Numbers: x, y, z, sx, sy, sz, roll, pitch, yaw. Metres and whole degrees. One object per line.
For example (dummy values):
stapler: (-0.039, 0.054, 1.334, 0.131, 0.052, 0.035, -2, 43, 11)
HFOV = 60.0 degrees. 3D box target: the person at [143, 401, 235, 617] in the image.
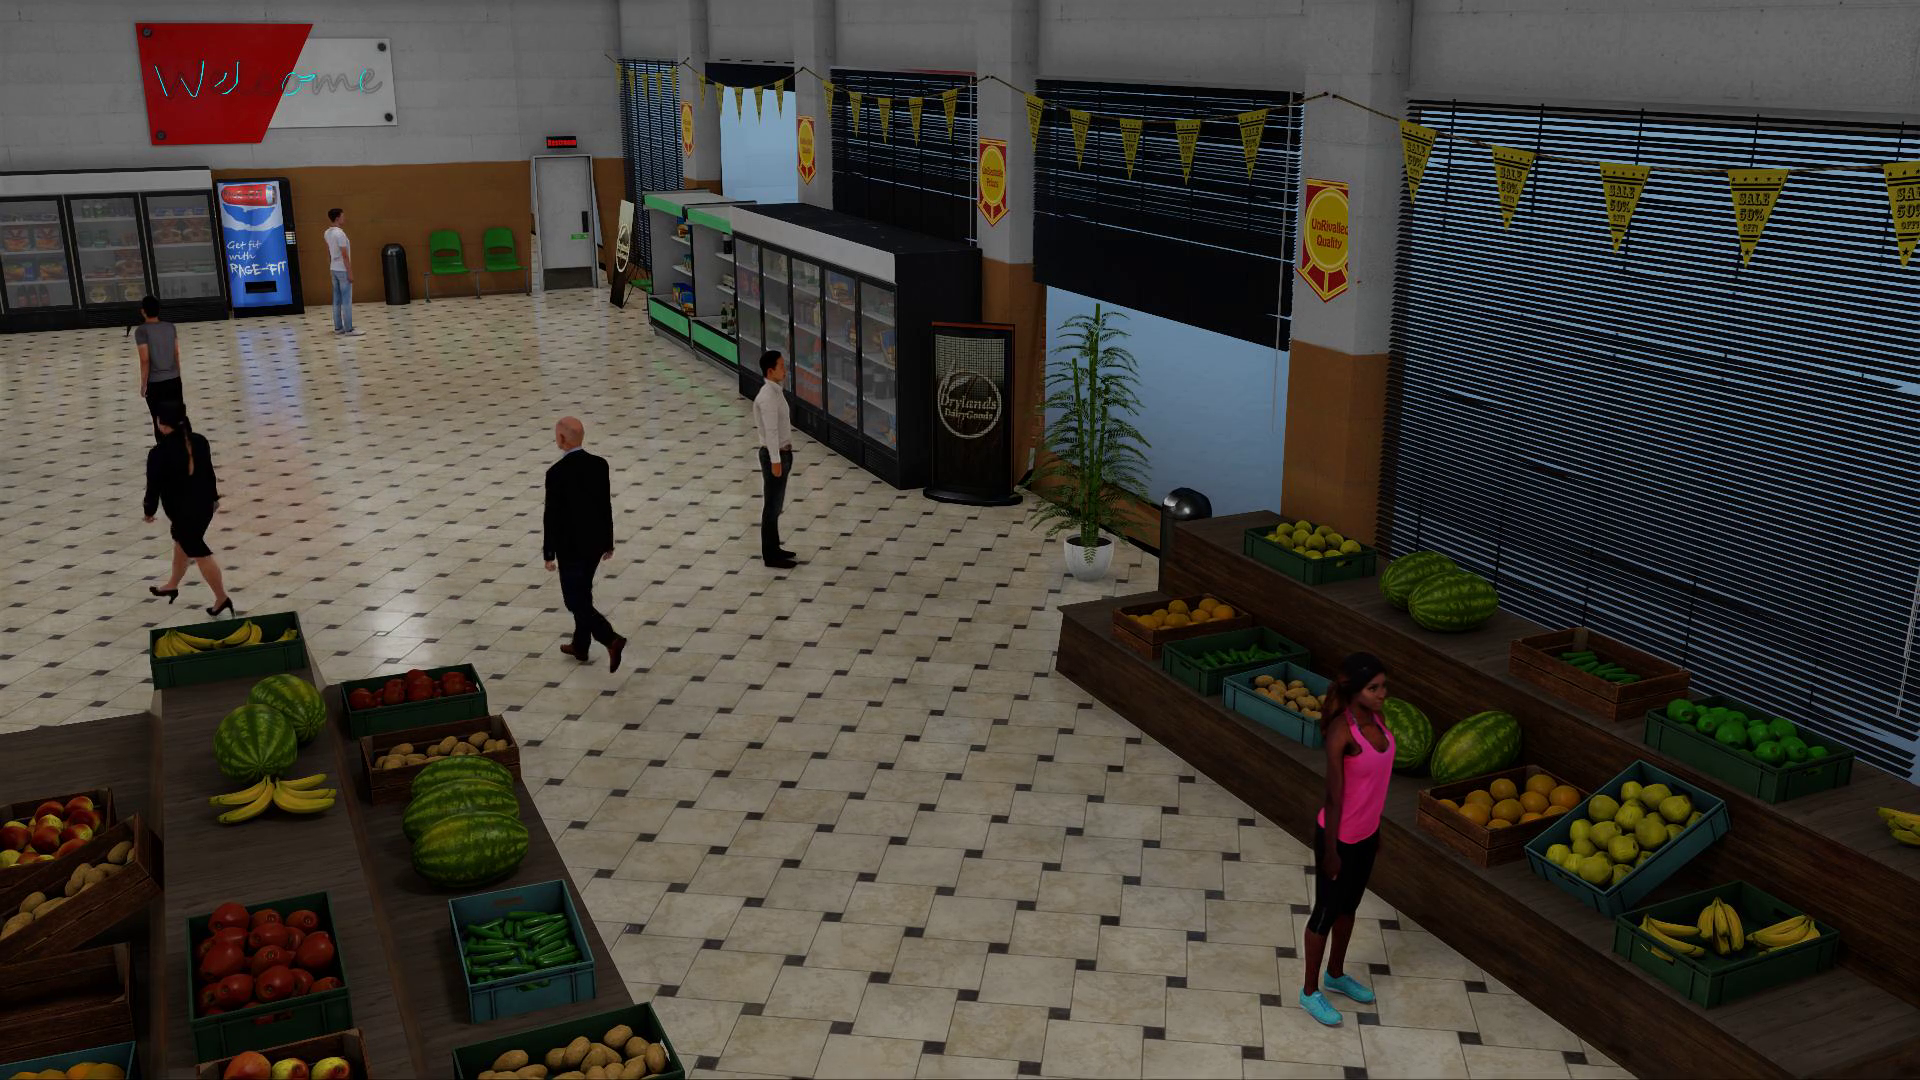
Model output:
person: (-5.738, -0.191, 12.478, 1.161, 1.636, 1.116, 5, 18, 17)

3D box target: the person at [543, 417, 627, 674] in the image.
person: (-2.554, 0.057, 11.420, 1.177, 1.776, 0.947, 15, 23, 41)

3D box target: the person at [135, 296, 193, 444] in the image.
person: (-8.161, -1.629, 17.011, 0.741, 1.755, 0.705, 8, 19, 26)

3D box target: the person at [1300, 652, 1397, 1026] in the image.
person: (1.729, 1.303, 7.411, 0.619, 1.722, 0.626, -15, 22, -40)

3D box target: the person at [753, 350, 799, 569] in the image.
person: (-1.544, -0.681, 13.795, 0.797, 1.810, 0.628, -1, 17, -4)

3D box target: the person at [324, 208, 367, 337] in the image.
person: (-9.112, -3.943, 24.468, 0.632, 1.851, 0.789, 14, 22, 39)
